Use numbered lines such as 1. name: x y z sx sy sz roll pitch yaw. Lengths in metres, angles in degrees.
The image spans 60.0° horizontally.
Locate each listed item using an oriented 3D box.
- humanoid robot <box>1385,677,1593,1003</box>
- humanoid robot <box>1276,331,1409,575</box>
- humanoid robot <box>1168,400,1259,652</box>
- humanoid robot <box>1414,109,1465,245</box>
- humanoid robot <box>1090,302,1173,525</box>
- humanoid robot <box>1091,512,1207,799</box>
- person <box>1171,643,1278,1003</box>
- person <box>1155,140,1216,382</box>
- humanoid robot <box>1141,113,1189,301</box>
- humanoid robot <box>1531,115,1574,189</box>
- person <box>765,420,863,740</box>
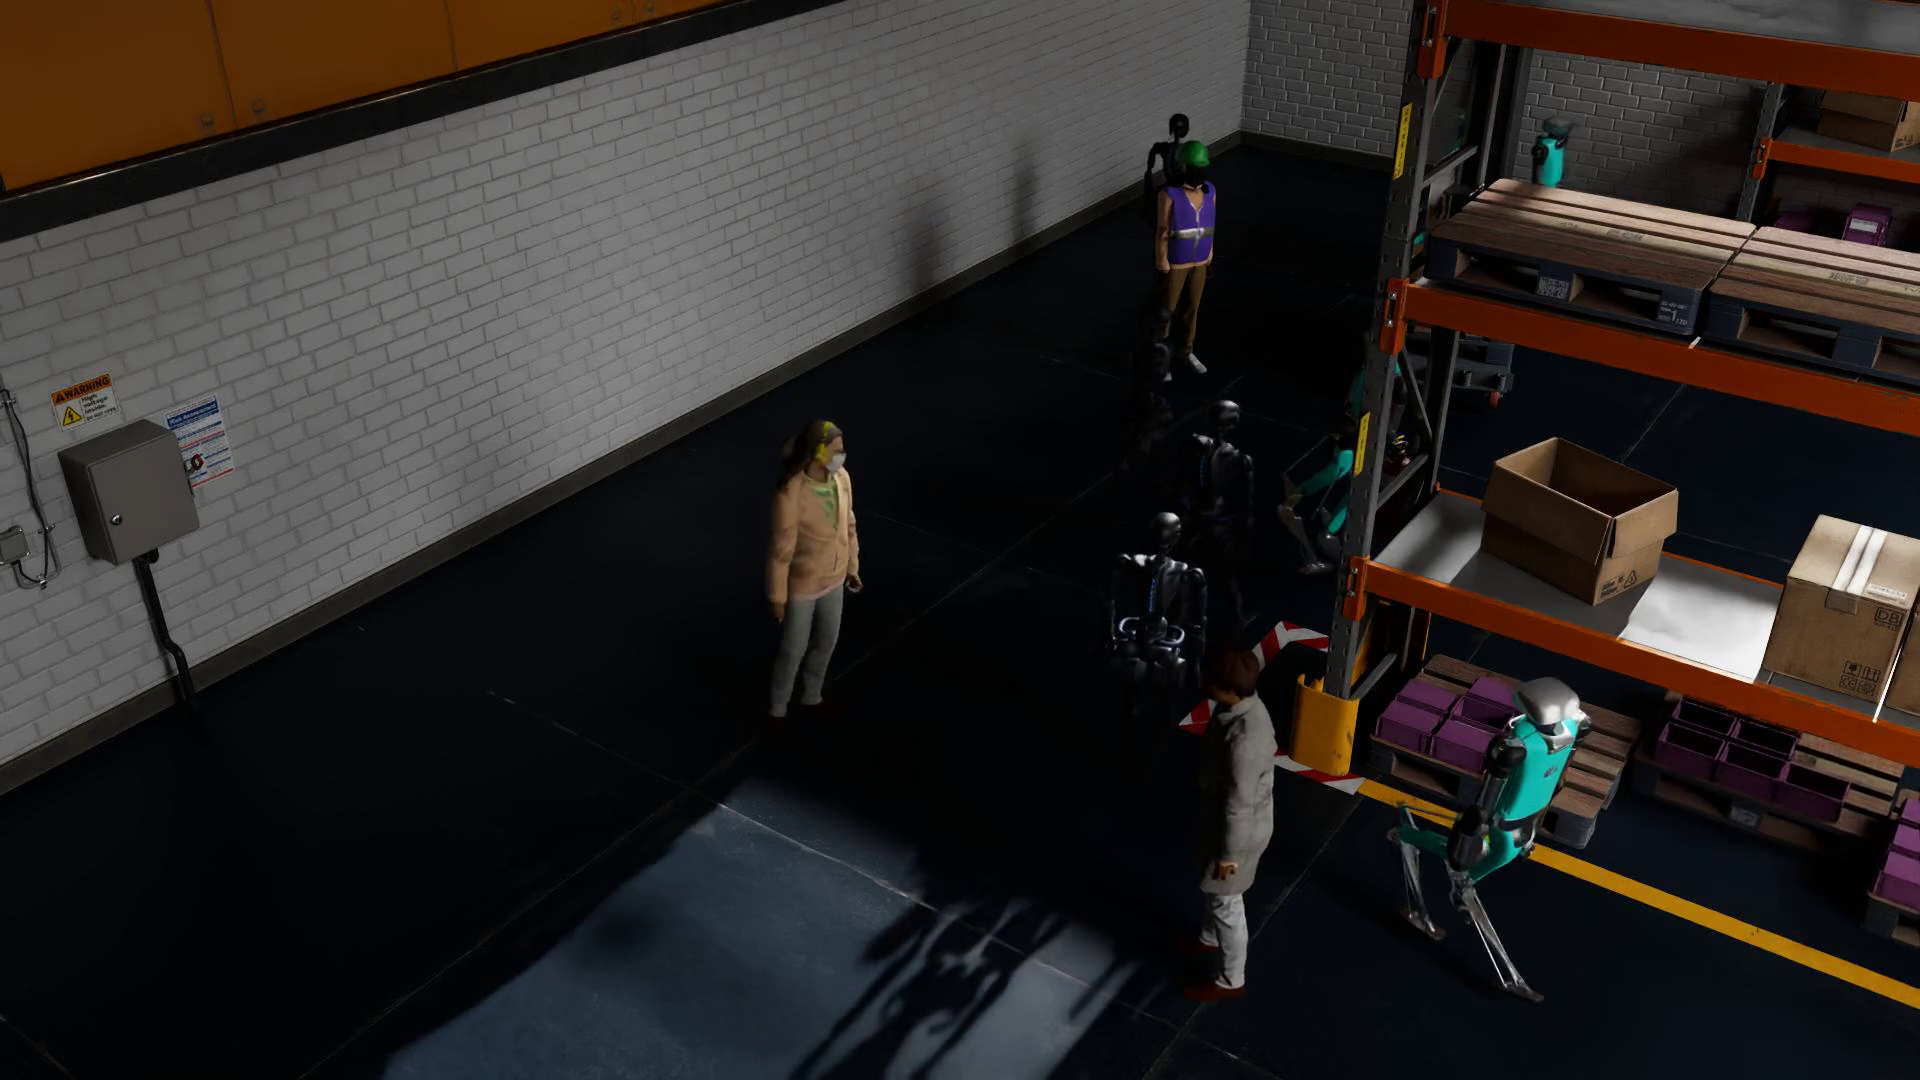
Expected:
1. humanoid robot: 2.283 1.253 7.407 0.540 1.724 1.021 -16 34 -26
2. humanoid robot: 2.328 -0.431 10.339 0.828 1.807 0.567 -10 31 -17
3. humanoid robot: 1.490 -0.097 9.834 0.588 1.628 0.751 25 38 36
4. humanoid robot: 4.124 -2.926 14.613 0.723 1.746 0.531 8 31 13
5. humanoid robot: 1.283 -0.797 11.069 0.745 1.653 0.599 -4 30 -7
6. humanoid robot: 0.945 0.611 8.577 0.601 1.647 0.485 9 31 16
7. person: 1.185 1.251 7.318 0.373 1.825 0.523 1 30 2
8. person: 1.776 -2.235 13.252 0.533 1.933 0.409 -15 33 -24
9. humanoid robot: 1.851 -2.930 14.723 0.594 1.648 0.426 17 34 27
10. humanoid robot: 5.184 -2.709 14.269 0.804 1.772 0.552 22 37 33
11. person: -0.829 0.213 9.099 0.394 1.852 0.651 23 37 35
